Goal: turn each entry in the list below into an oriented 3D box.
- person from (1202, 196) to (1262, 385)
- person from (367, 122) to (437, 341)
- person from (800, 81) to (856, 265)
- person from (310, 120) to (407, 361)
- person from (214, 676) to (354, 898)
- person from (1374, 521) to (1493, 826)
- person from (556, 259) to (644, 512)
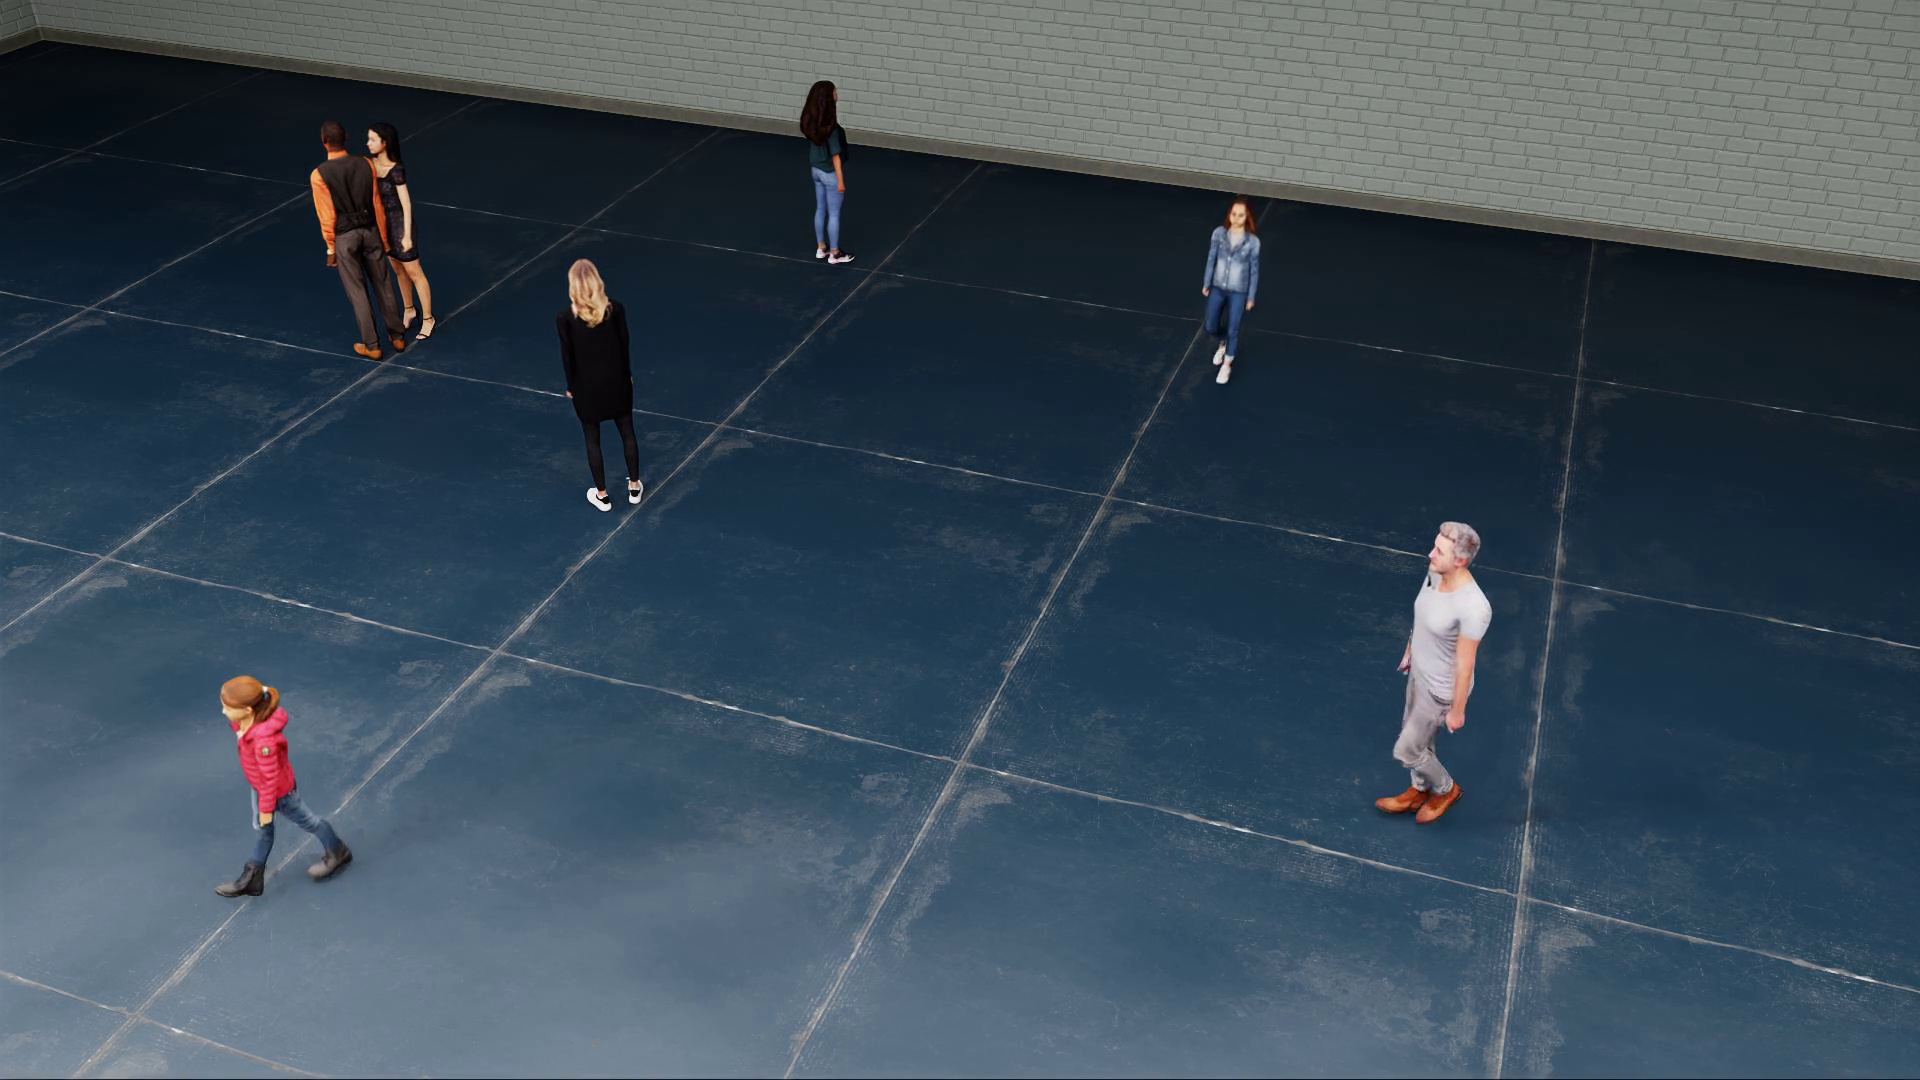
[{"bbox_3d":[2.103,-1.949,12.780,0.629,1.471,0.652,17,37,24],"label":"person"},{"bbox_3d":[-4.478,-2.468,13.285,0.654,1.791,0.616,26,41,34],"label":"person"},{"bbox_3d":[-1.168,-3.236,14.626,0.744,1.617,0.709,-24,40,-32],"label":"person"},{"bbox_3d":[-4.699,-2.335,12.974,0.727,1.908,0.846,-25,41,-33],"label":"person"},{"bbox_3d":[-3.278,1.184,8.134,0.957,1.284,0.804,-24,40,-32],"label":"person"},{"bbox_3d":[2.489,0.706,8.383,0.893,1.814,0.794,-3,33,-5],"label":"person"},{"bbox_3d":[-2.387,-1.024,11.056,0.677,1.801,0.733,-14,35,-20],"label":"person"}]
